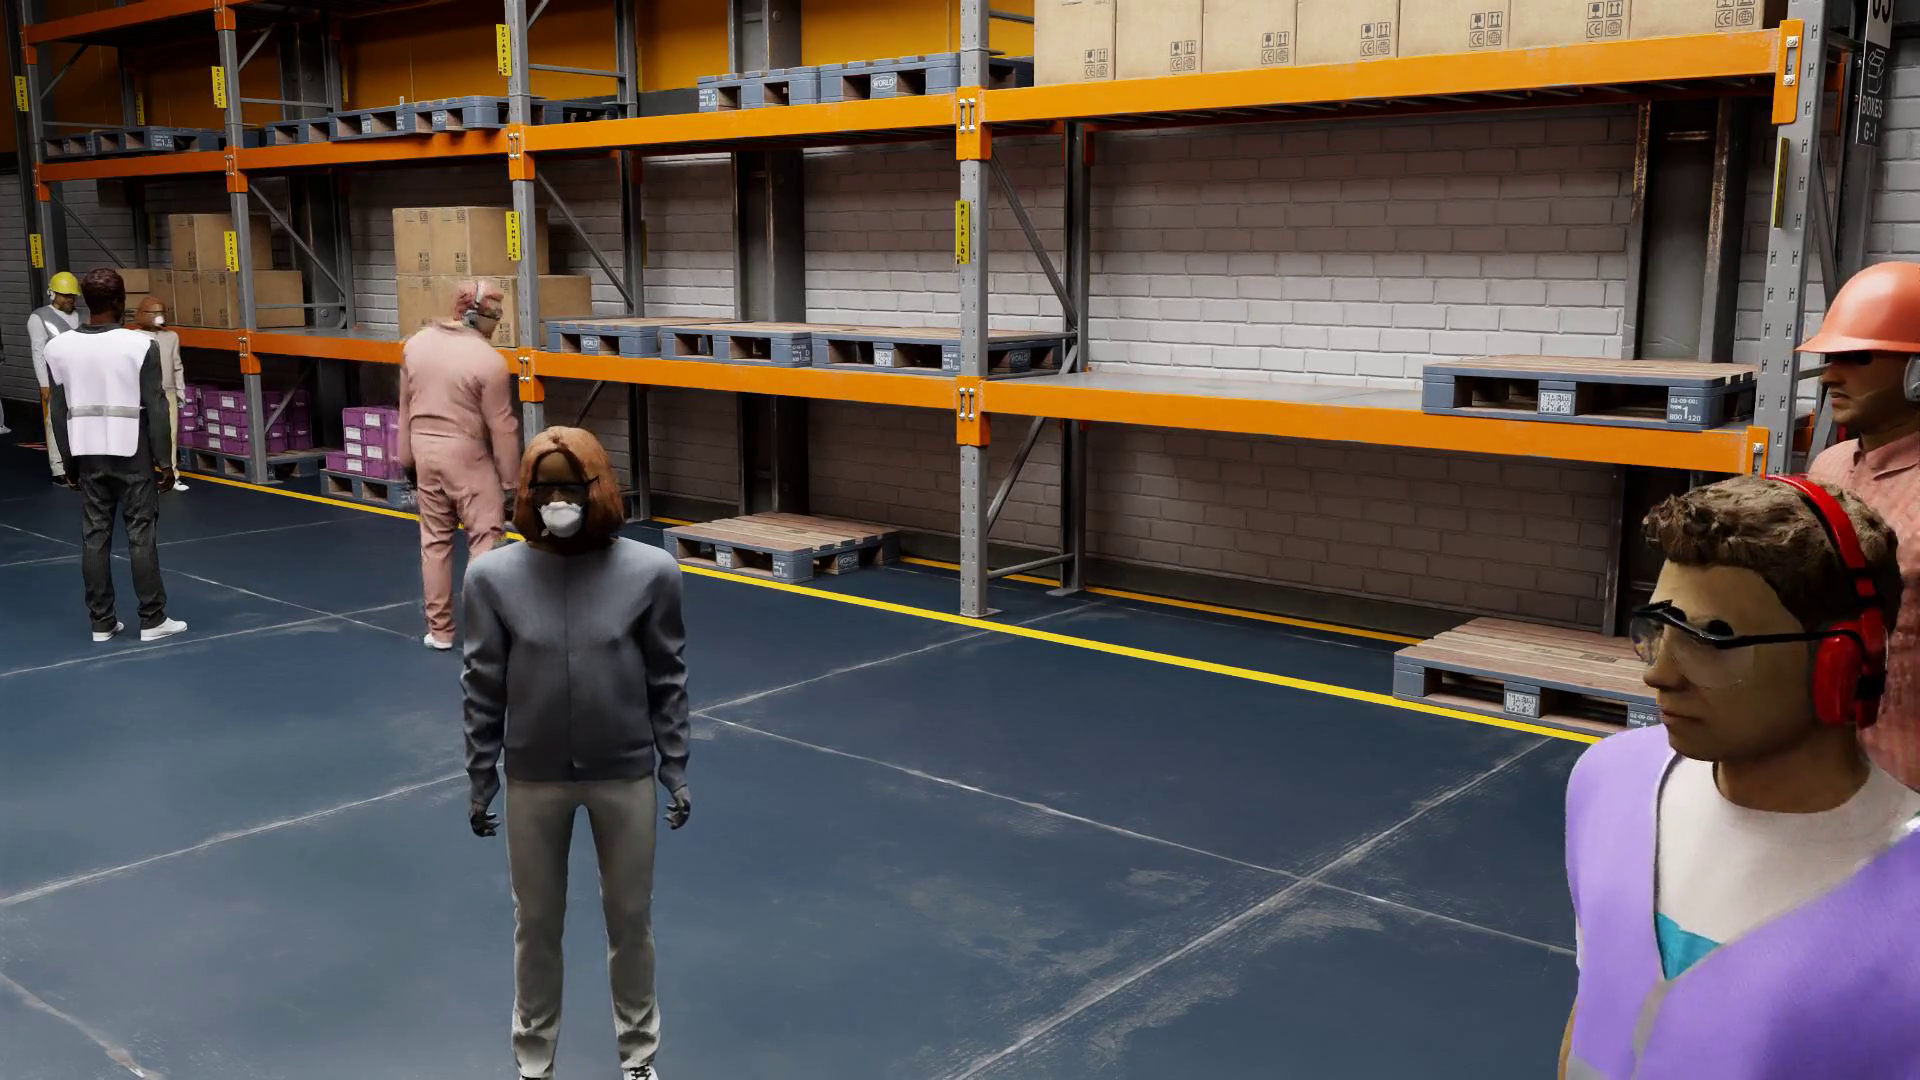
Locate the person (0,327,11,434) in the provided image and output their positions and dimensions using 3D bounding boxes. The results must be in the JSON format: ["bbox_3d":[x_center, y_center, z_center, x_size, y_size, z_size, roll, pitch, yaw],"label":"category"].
[{"bbox_3d":[-10.632,-2.065,18.016,0.507,1.874,0.329,-4,11,-20],"label":"person"}]

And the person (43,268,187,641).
[{"bbox_3d":[-4.342,-0.424,8.544,0.591,1.919,0.390,0,10,0],"label":"person"}]

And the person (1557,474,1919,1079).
[{"bbox_3d":[0.847,0.827,1.712,0.759,1.824,0.571,-3,10,-18],"label":"person"}]

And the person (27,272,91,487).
[{"bbox_3d":[-7.611,-1.371,14.212,0.403,1.822,0.588,4,11,20],"label":"person"}]

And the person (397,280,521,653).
[{"bbox_3d":[-2.478,-0.348,8.280,0.737,1.867,0.395,5,11,25],"label":"person"}]

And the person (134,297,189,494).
[{"bbox_3d":[-6.647,-1.193,13.768,0.288,1.628,0.502,6,11,29],"label":"person"}]

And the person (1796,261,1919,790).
[{"bbox_3d":[1.800,0.456,3.315,0.388,1.996,0.612,-1,10,-4],"label":"person"}]

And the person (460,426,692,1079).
[{"bbox_3d":[-0.870,0.550,3.805,0.509,1.632,0.268,-2,10,-10],"label":"person"}]
